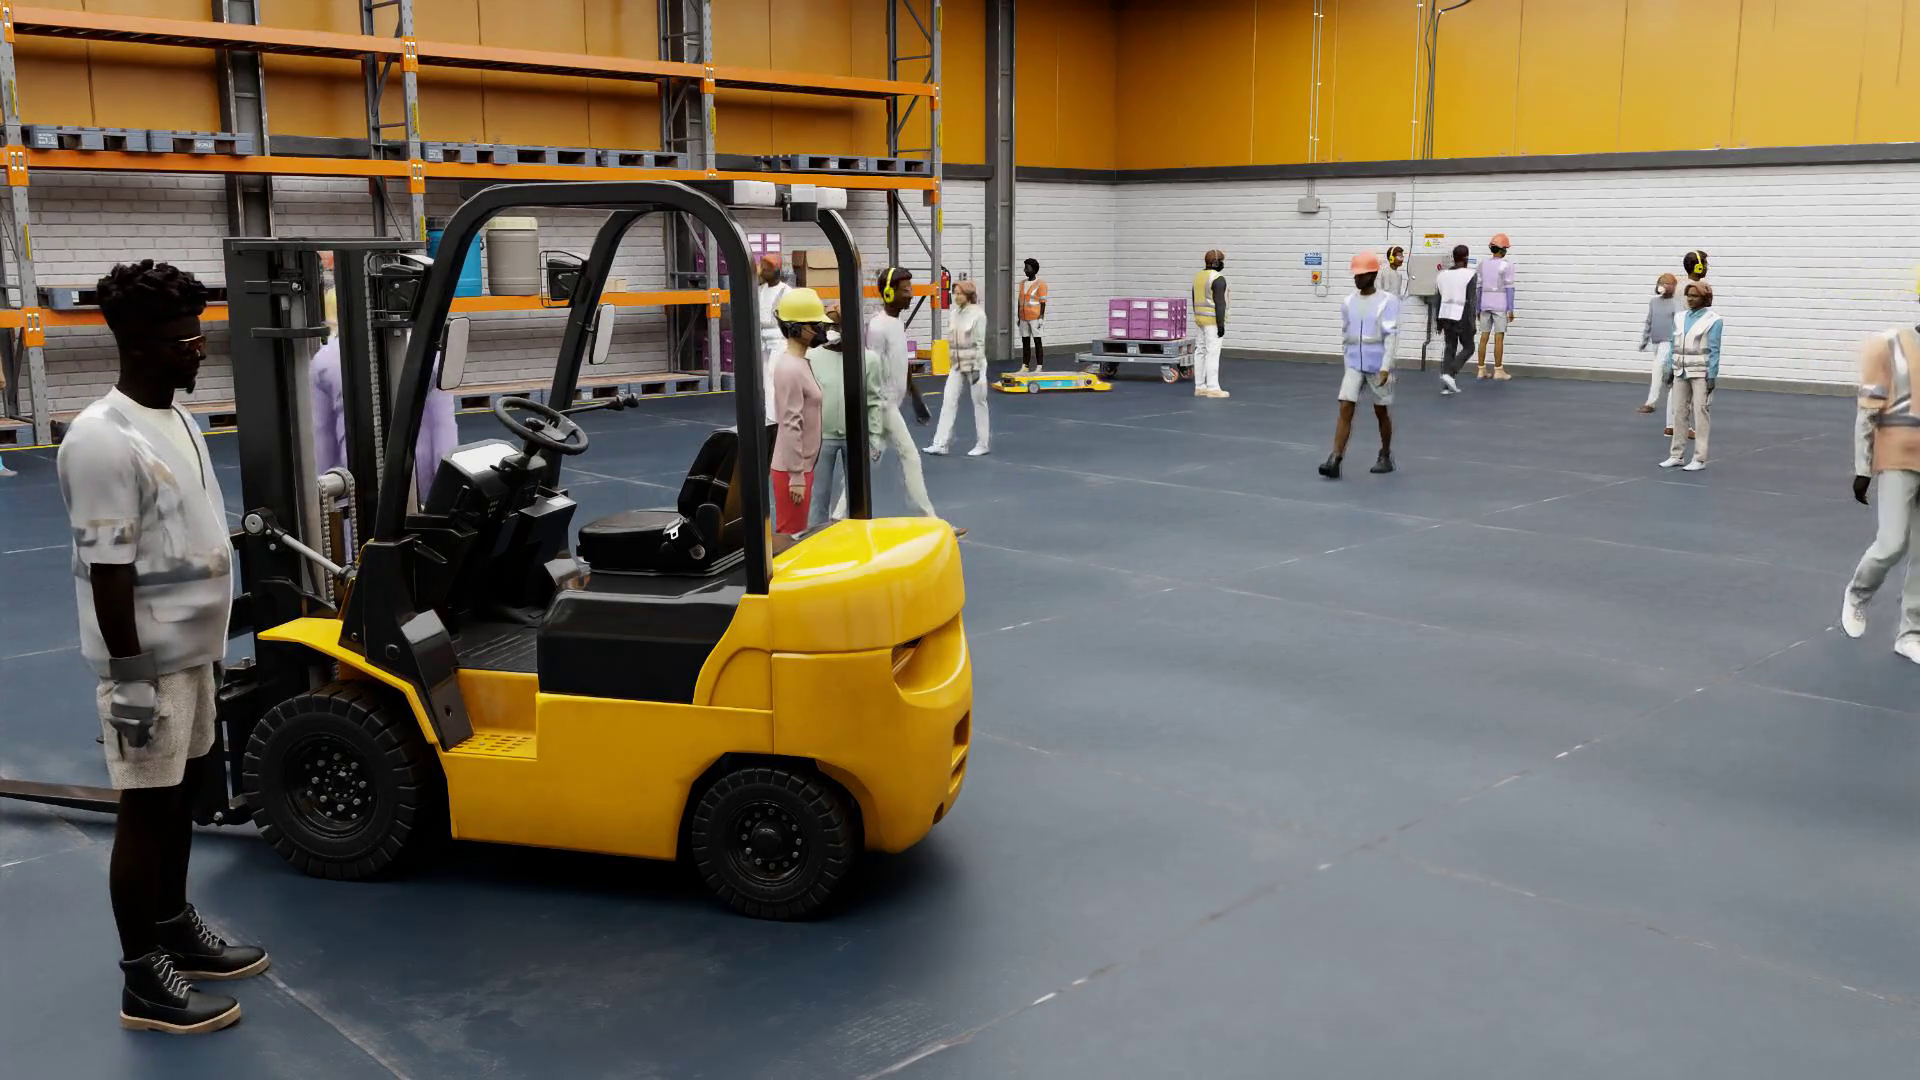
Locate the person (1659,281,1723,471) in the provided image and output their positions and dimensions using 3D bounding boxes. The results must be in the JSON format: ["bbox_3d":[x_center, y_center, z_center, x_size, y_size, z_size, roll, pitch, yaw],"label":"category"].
[{"bbox_3d":[6.337,-1.412,14.369,0.313,1.632,0.517,-5,11,-23],"label":"person"}]

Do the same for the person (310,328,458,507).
[{"bbox_3d":[-2.618,-0.277,7.580,0.651,1.860,0.906,-2,11,-9],"label":"person"}]

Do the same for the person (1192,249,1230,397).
[{"bbox_3d":[3.158,-2.713,20.882,0.430,1.844,0.624,-4,11,-21],"label":"person"}]

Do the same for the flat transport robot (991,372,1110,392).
[{"bbox_3d":[1.172,-2.061,21.614,1.431,0.197,0.652,-3,11,-14],"label":"flat transport robot"}]

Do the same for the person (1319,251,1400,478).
[{"bbox_3d":[3.391,-1.462,13.955,0.556,1.891,0.958,8,13,37],"label":"person"}]

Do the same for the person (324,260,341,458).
[{"bbox_3d":[-5.452,-1.666,15.046,0.975,1.881,0.565,0,10,1],"label":"person"}]

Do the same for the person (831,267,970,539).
[{"bbox_3d":[-0.443,-0.887,10.997,0.978,1.822,0.539,1,10,8],"label":"person"}]

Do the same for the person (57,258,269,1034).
[{"bbox_3d":[-2.046,0.269,4.284,0.367,1.962,0.613,-1,10,-8],"label":"person"}]

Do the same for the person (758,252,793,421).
[{"bbox_3d":[-1.728,-1.877,16.269,0.734,1.863,0.575,-7,12,-33],"label":"person"}]

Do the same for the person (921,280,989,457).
[{"bbox_3d":[-0.017,-1.536,15.073,0.783,1.602,0.545,-10,14,-43],"label":"person"}]

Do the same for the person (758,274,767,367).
[{"bbox_3d":[-2.257,-2.403,19.510,0.495,1.719,0.755,2,11,13],"label":"person"}]

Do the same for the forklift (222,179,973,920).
[{"bbox_3d":[-1.114,-0.058,5.440,2.313,2.155,1.214,2,11,13],"label":"forklift"}]

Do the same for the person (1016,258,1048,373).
[{"bbox_3d":[1.013,-3.163,23.730,0.534,1.697,0.318,10,15,44],"label":"person"}]

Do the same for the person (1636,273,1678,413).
[{"bbox_3d":[8.107,-2.257,19.046,0.808,1.603,0.491,-3,11,-18],"label":"person"}]

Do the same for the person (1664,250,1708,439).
[{"bbox_3d":[7.277,-1.938,16.567,0.328,1.876,0.513,-1,10,-3],"label":"person"}]

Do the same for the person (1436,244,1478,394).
[{"bbox_3d":[6.327,-2.801,21.191,0.440,1.903,0.622,-7,13,-34],"label":"person"}]

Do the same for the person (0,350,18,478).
[{"bbox_3d":[-8.208,-1.412,13.765,0.565,1.850,0.390,1,10,4],"label":"person"}]

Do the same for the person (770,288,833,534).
[{"bbox_3d":[-0.780,-0.344,8.169,0.331,1.768,0.527,0,10,-1],"label":"person"}]

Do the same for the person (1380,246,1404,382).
[{"bbox_3d":[5.973,-3.125,23.050,0.325,1.871,0.516,5,12,27],"label":"person"}]

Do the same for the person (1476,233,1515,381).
[{"bbox_3d":[7.497,-3.255,23.286,0.388,2.045,0.605,-8,13,-36],"label":"person"}]

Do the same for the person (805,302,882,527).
[{"bbox_3d":[-0.708,-0.588,9.861,0.501,1.631,0.285,-1,10,-6],"label":"person"}]

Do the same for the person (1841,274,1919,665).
[{"bbox_3d":[4.546,-0.374,7.916,0.603,1.915,0.511,0,10,-1],"label":"person"}]
